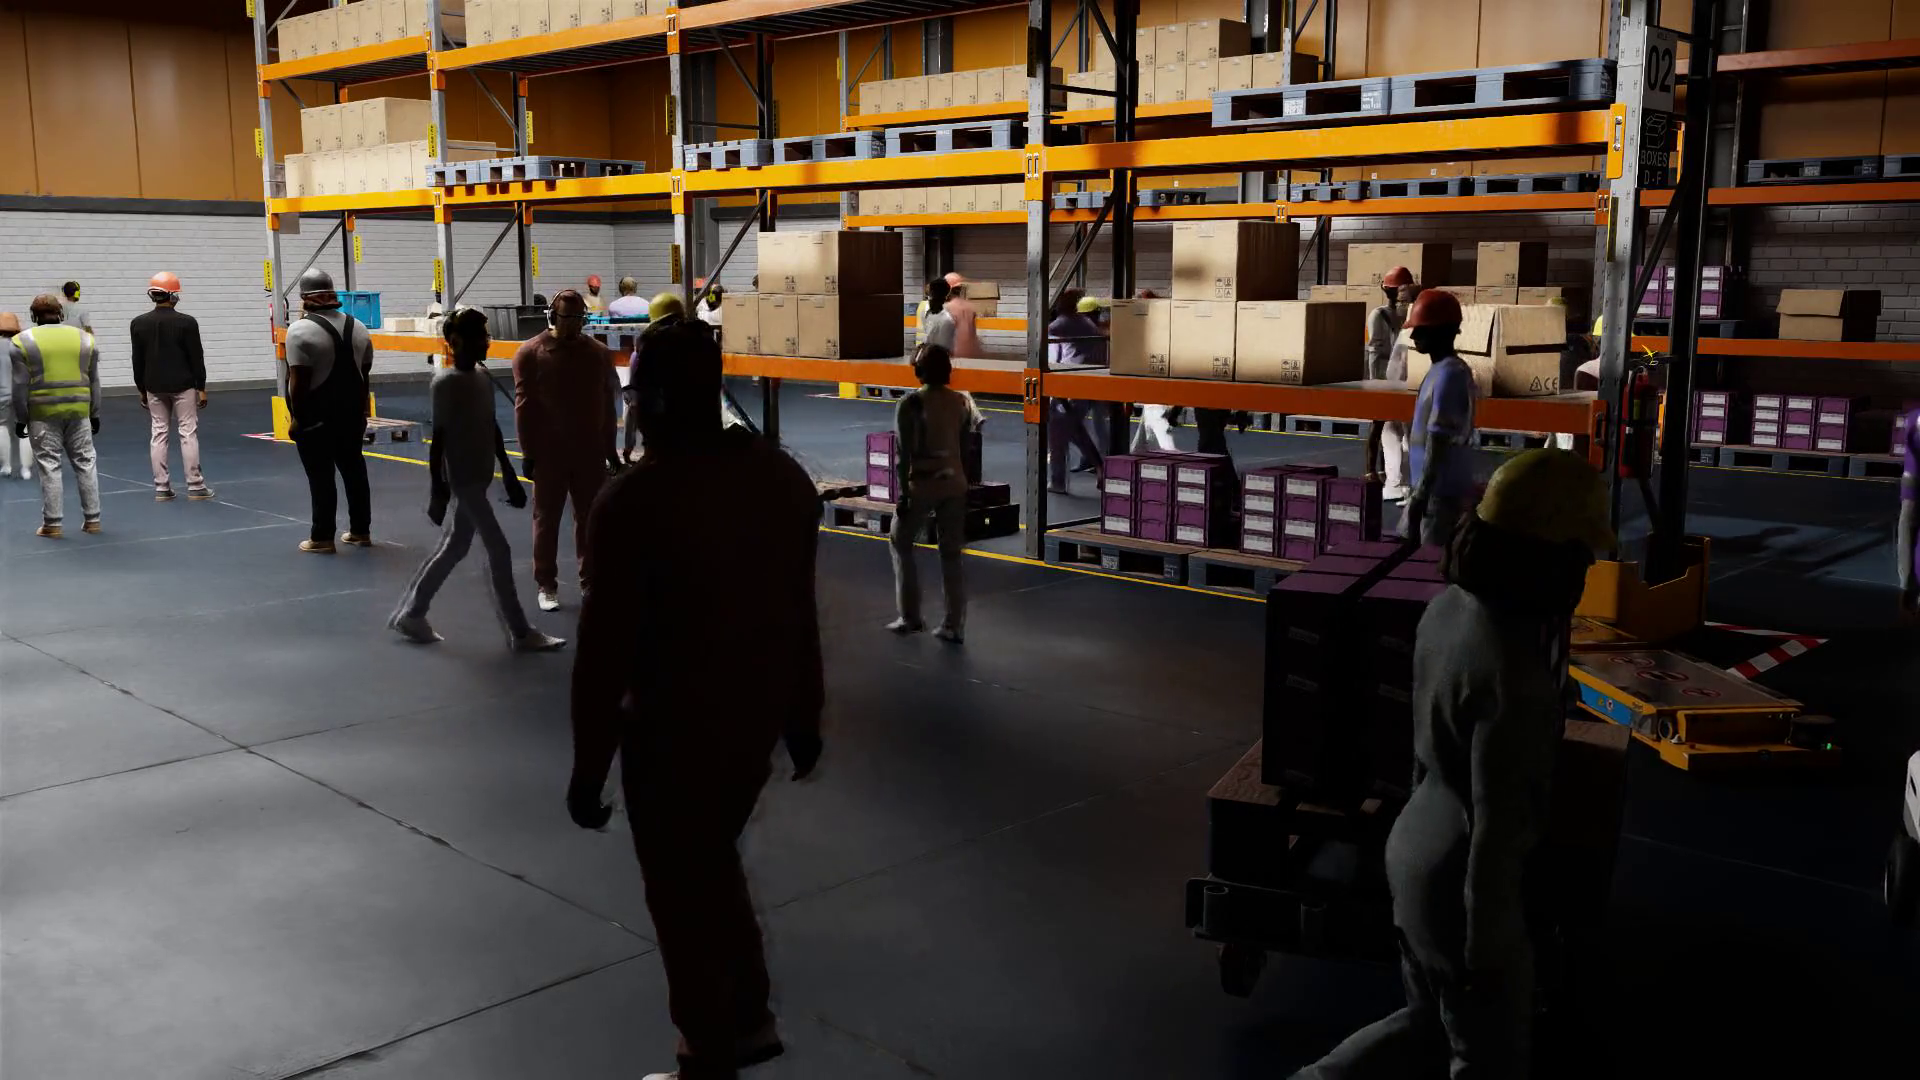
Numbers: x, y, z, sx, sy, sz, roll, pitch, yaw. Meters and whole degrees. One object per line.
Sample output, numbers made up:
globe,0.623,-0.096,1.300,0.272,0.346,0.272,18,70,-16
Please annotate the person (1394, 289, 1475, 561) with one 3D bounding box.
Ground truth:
person,2.383,-0.294,8.373,0.392,1.921,0.550,1,9,9

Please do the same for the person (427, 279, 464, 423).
person,-6.750,-2.492,21.838,0.591,1.927,0.366,3,10,19

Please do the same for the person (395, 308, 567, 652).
person,-2.618,-0.315,8.832,0.998,1.829,0.520,1,9,8

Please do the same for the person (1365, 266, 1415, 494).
person,3.857,-1.404,14.811,0.608,2.045,0.392,-9,13,-43

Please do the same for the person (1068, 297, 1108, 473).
person,1.269,-1.507,16.364,0.461,1.742,0.542,5,11,30

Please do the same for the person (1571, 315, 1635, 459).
person,4.027,-0.548,10.412,0.526,1.769,0.329,-6,11,-31

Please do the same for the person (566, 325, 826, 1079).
person,-0.639,0.445,3.922,0.433,1.890,0.666,7,12,37

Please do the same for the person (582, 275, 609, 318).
person,-6.284,-3.590,28.579,0.463,1.921,0.551,9,13,44

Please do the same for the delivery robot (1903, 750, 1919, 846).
delivery robot,3.188,0.855,5.212,0.477,0.478,0.707,4,10,24

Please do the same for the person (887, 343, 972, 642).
person,-0.185,-0.259,9.088,0.539,1.616,0.597,-7,11,-35

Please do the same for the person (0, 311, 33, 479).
person,-9.177,-1.400,16.115,0.500,1.609,0.694,-6,11,-33

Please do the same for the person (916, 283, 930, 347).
person,-0.399,-2.688,23.351,0.431,1.836,0.616,-3,10,-15

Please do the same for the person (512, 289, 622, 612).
person,-2.323,-0.536,9.931,0.639,1.902,0.407,-7,12,-36

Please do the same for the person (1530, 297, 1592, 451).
person,4.637,-0.968,12.884,0.709,1.796,0.599,6,11,33

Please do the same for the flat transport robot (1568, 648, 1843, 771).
flat transport robot,3.126,0.707,7.290,0.652,0.197,1.431,-1,9,-6

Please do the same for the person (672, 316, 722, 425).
person,-1.336,-0.193,8.142,0.946,1.804,0.524,3,10,19

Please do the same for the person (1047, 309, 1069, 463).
person,1.028,-1.646,17.360,0.318,1.696,0.533,1,9,3

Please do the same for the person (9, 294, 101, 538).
person,-6.825,-0.933,12.571,0.430,1.835,0.624,8,13,42

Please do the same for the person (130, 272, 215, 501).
person,-6.869,-1.329,14.499,0.609,1.996,0.379,0,9,-1

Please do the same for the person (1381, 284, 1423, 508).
person,3.711,-1.207,14.045,0.717,1.886,0.659,3,10,19

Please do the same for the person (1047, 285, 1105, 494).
person,1.010,-1.329,14.856,0.653,1.886,0.626,-9,13,-44

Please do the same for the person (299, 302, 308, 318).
person,-8.194,-2.213,21.026,0.499,1.633,0.281,-3,10,-15

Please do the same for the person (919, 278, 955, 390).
person,-0.283,-1.711,17.070,0.452,1.929,0.650,-2,9,-12

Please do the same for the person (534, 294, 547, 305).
person,-5.493,-2.375,21.825,0.322,1.697,0.536,5,11,30

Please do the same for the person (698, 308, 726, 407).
person,-3.377,-2.591,22.967,0.527,1.757,0.340,-4,10,-24

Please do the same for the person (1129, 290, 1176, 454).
person,1.727,-1.389,15.381,0.593,1.820,1.023,-9,13,-43

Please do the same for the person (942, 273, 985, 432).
person,-0.039,-2.185,19.808,0.504,1.981,0.628,7,12,38

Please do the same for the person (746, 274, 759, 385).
person,-3.476,-3.660,28.960,0.637,1.938,0.355,-4,10,-21

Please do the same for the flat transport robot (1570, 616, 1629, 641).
flat transport robot,2.713,0.546,8.274,1.431,0.197,0.652,-1,9,-9

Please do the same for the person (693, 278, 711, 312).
person,-4.077,-3.264,26.724,1.000,1.891,0.553,8,12,39

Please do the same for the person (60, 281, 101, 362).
person,-12.129,-2.628,22.914,0.576,1.841,0.759,1,9,6

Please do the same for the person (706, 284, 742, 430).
person,-2.833,-2.060,19.427,0.440,1.848,0.541,2,10,14

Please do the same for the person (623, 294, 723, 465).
person,-1.806,-0.611,10.507,0.586,1.862,0.956,-5,11,-28

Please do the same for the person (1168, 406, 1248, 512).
person,2.040,-1.068,13.361,0.590,1.864,1.052,-6,11,-33

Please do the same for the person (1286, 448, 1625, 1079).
person,0.876,0.668,3.144,0.618,1.706,0.522,0,9,-2

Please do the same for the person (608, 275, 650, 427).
person,-4.216,-2.414,21.323,0.635,1.937,0.352,-9,13,-43

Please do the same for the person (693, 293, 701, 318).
person,-2.805,-1.672,17.243,0.611,1.783,0.954,-5,11,-30

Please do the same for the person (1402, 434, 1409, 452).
person,5.149,-1.727,18.101,0.518,1.596,0.795,-9,13,-44

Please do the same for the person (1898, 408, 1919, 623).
person,3.570,0.122,5.858,0.647,1.918,0.557,-8,12,-42

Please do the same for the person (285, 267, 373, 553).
person,-4.567,-0.932,11.925,0.536,2.000,0.688,5,11,28
